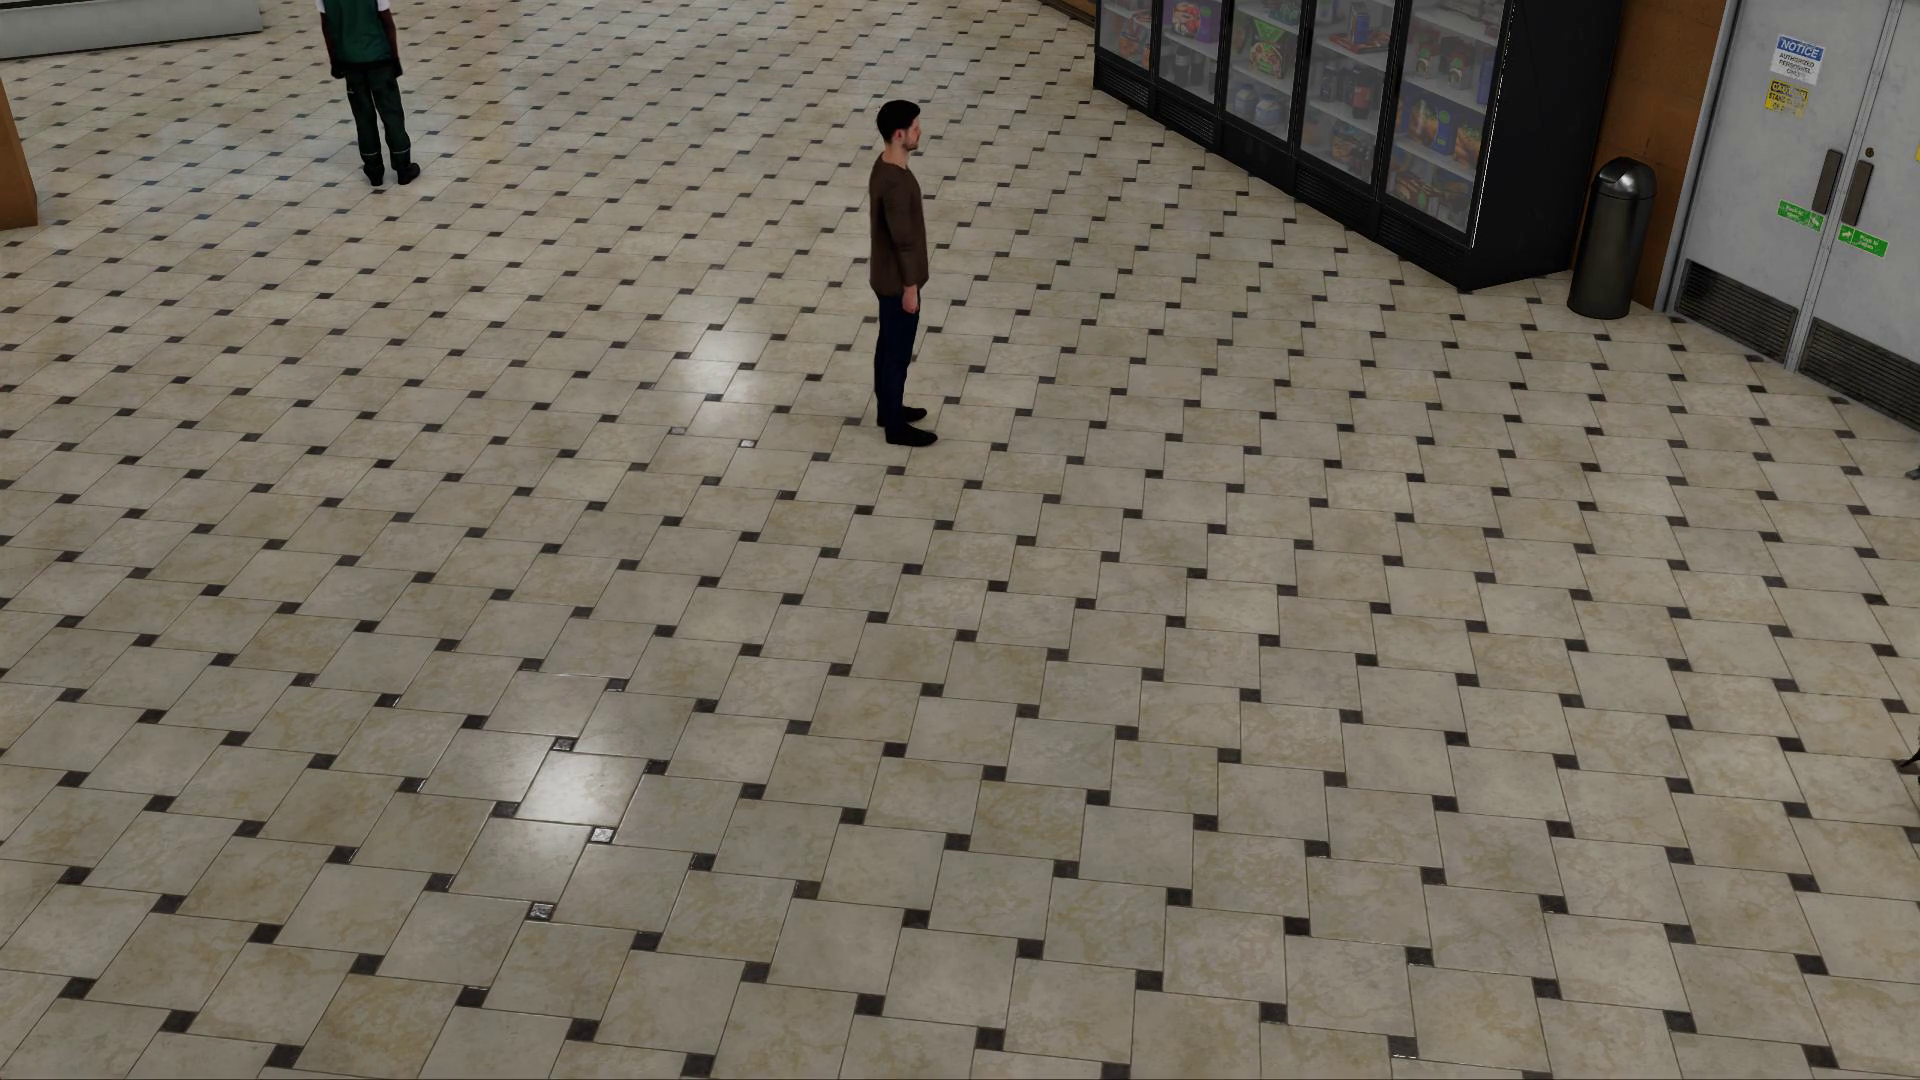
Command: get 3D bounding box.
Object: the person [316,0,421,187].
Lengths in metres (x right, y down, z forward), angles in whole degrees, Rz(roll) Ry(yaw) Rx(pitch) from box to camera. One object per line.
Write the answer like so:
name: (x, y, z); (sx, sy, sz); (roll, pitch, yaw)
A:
person: (-4.414, -3.553, 12.363); (0.684, 1.839, 0.825); (-2, 32, -4)

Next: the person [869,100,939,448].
person: (-0.337, -1.416, 8.884); (0.648, 1.887, 0.704); (-5, 32, -9)
